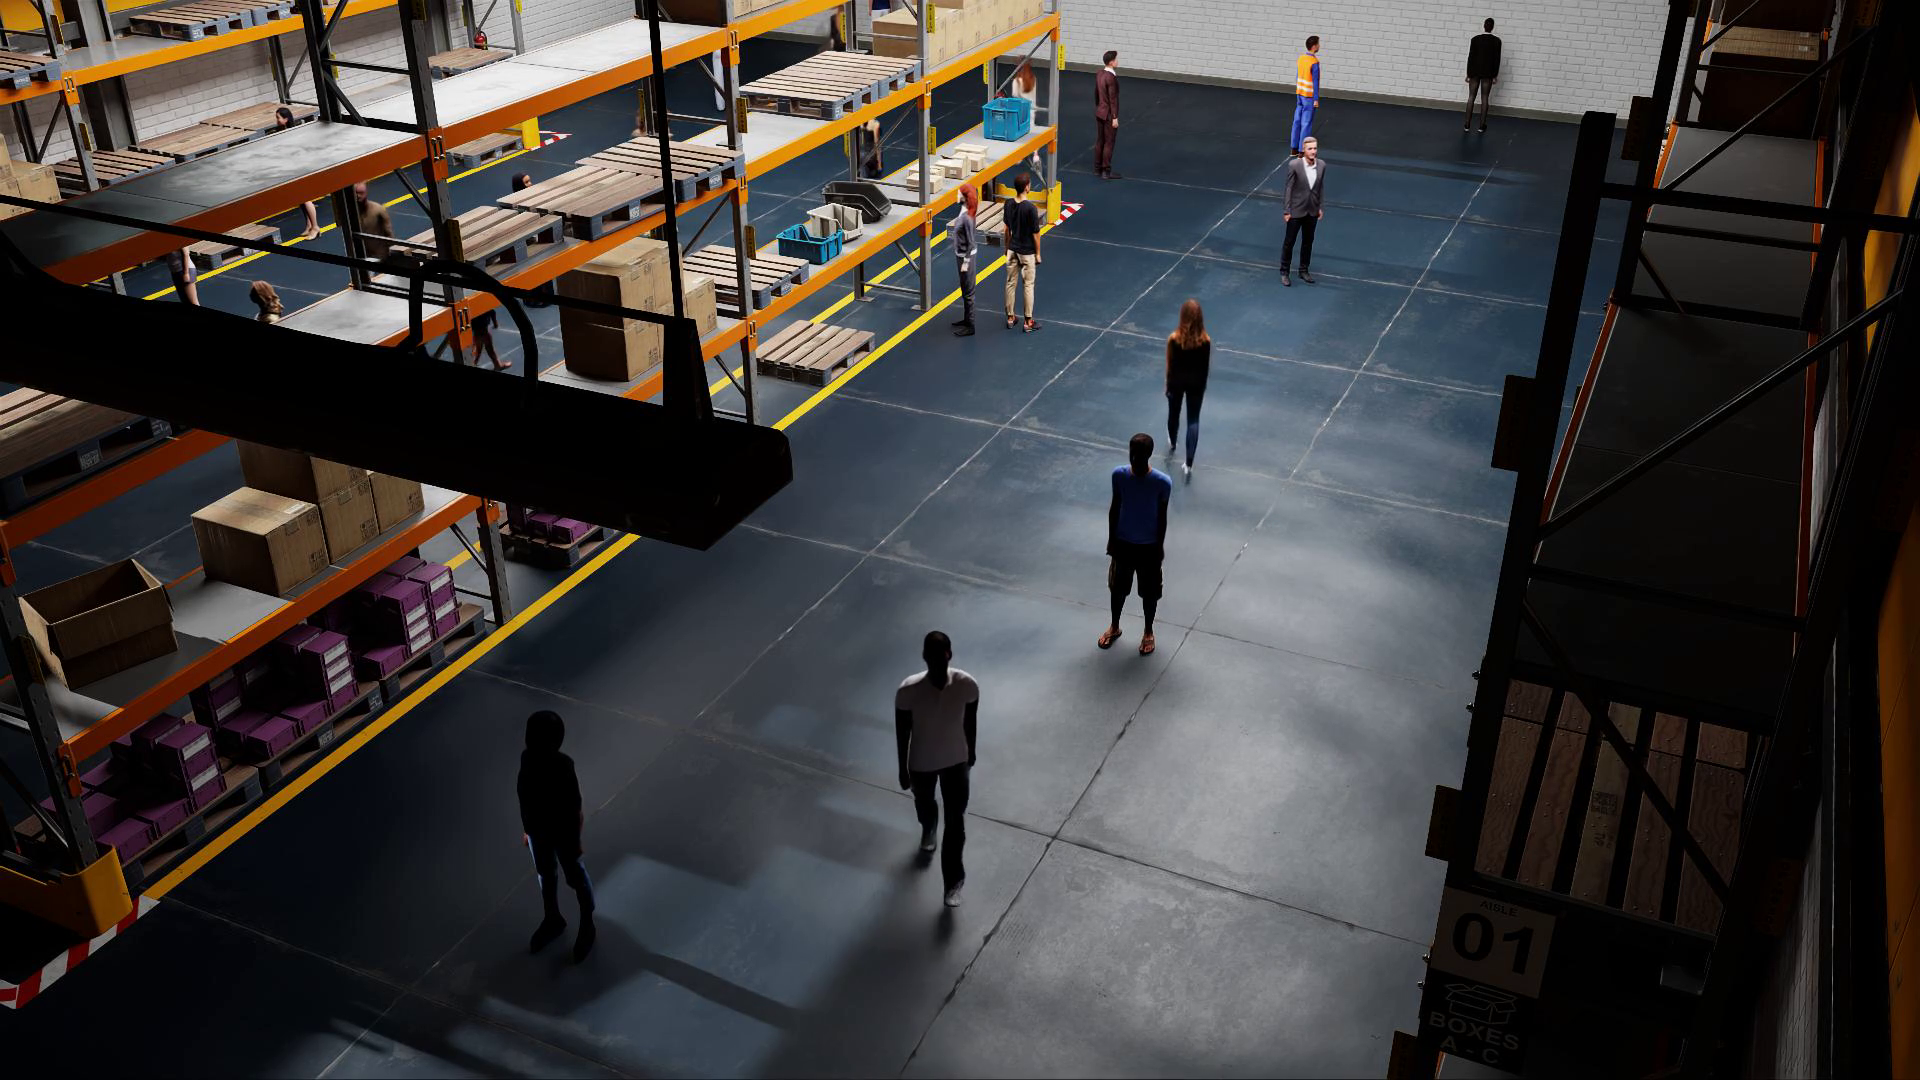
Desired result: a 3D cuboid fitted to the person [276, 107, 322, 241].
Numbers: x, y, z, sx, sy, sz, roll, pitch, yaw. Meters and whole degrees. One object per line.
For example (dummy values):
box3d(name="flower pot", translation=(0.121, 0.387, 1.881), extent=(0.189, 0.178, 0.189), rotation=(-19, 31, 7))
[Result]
box3d(name="person", translation=(-8.851, -4.890, 22.189), extent=(0.797, 1.769, 0.774), rotation=(-19, 34, -31))

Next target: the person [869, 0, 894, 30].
box3d(name="person", translation=(-1.506, -10.102, 31.672), extent=(0.700, 1.838, 0.773), rotation=(-11, 31, -20))

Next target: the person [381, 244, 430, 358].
box3d(name="person", translation=(-5.833, -2.399, 17.674), extent=(0.716, 1.720, 0.939), rotation=(17, 33, 28))

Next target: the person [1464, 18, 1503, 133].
box3d(name="person", translation=(8.505, -7.584, 27.097), extent=(0.680, 1.800, 0.571), rotation=(10, 30, 17))

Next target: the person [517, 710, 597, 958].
box3d(name="person", translation=(-2.453, 1.759, 10.070), extent=(0.581, 1.702, 0.559), rotation=(9, 30, 17))

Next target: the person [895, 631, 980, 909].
box3d(name="person", translation=(-0.148, 1.357, 10.691), extent=(1.023, 1.815, 1.288), rotation=(0, 29, 0))

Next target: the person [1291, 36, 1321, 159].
box3d(name="person", translation=(5.355, -6.837, 25.660), extent=(0.838, 1.864, 0.787), rotation=(-11, 30, -19))

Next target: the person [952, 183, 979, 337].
box3d(name="person", translation=(0.072, -3.240, 19.154), extent=(0.713, 1.780, 0.608), rotation=(-3, 29, -6))

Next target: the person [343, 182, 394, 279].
box3d(name="person", translation=(-6.765, -3.267, 19.200), extent=(1.167, 1.784, 1.295), rotation=(-6, 29, -10))

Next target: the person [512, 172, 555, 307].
box3d(name="person", translation=(-5.190, -3.647, 20.073), extent=(0.710, 1.614, 0.598), rotation=(5, 29, 10))

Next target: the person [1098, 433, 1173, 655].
box3d(name="person", translation=(1.399, 0.002, 13.123), extent=(0.658, 1.863, 0.569), rotation=(10, 30, 17))

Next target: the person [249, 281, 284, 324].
box3d(name="person", translation=(-6.760, -1.746, 16.475), extent=(0.724, 1.722, 0.714), rotation=(-17, 33, -29))

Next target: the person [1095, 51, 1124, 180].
box3d(name="person", translation=(2.192, -6.335, 24.739), extent=(0.821, 1.865, 0.783), rotation=(-13, 31, -22))

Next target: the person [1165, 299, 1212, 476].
box3d(name="person", translation=(2.182, -1.433, 15.948), extent=(0.853, 1.677, 1.181), rotation=(1, 29, 3))

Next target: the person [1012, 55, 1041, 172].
box3d(name="person", translation=(1.010, -6.425, 25.093), extent=(1.040, 1.683, 1.066), rotation=(-12, 31, -21))

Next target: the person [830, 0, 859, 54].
box3d(name="person", translation=(-2.051, -8.562, 29.001), extent=(0.731, 1.694, 0.845), rotation=(4, 29, 8))

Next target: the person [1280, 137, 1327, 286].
box3d(name="person", translation=(4.270, -4.115, 20.693), extent=(0.802, 1.842, 0.853), rotation=(-9, 30, -16))

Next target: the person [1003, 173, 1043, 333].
box3d(name="person", translation=(0.712, -3.336, 19.247), extent=(0.677, 1.859, 0.583), rotation=(19, 34, 30))
